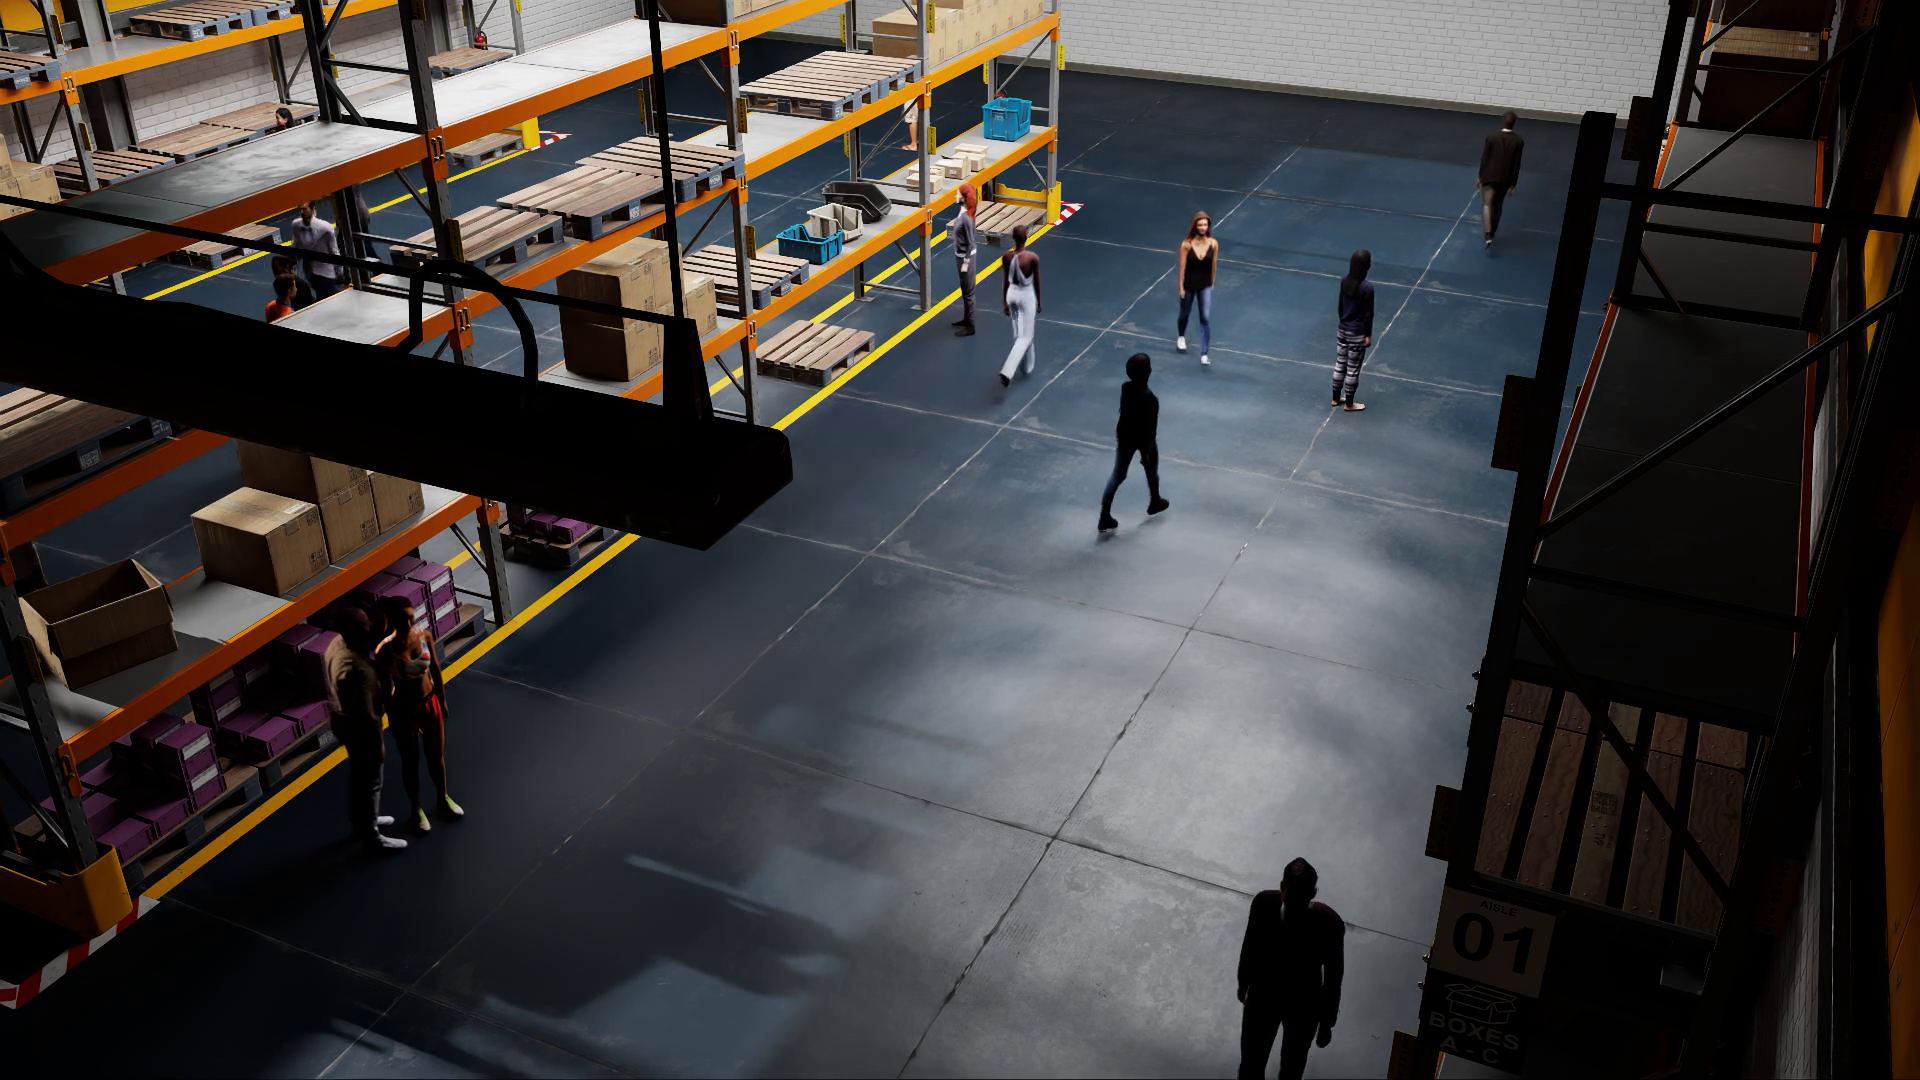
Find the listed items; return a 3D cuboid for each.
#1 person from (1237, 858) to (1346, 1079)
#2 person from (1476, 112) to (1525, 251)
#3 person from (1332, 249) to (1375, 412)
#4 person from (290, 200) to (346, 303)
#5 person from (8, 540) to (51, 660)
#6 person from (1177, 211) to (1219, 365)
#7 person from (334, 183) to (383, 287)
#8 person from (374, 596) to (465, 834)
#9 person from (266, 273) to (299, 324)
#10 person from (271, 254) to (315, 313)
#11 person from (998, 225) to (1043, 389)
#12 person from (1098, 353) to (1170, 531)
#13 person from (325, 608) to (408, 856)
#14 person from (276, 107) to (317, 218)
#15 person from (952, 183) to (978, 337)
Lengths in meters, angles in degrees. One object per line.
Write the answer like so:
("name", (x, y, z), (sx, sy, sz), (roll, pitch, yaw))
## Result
("person", (1.741, 2.372, 8.801), (0.743, 1.841, 0.956), (10, 30, 18))
("person", (7.042, -4.675, 21.798), (0.861, 1.765, 1.217), (5, 29, 8))
("person", (4.085, -2.189, 17.275), (0.697, 1.734, 0.683), (-16, 33, -27))
("person", (-7.139, -3.018, 18.727), (0.721, 1.800, 1.253), (11, 30, 19))
("person", (-7.217, 0.268, 12.805), (0.744, 1.700, 0.819), (1, 29, 2))
("person", (2.605, -2.833, 18.522), (0.926, 1.671, 1.171), (-1, 29, -3))
("person", (-7.371, -3.976, 20.473), (1.124, 1.809, 1.048), (-12, 31, -21))
("person", (-3.647, 1.137, 11.124), (0.584, 1.786, 0.700), (-23, 36, -35))
("person", (-6.607, -1.675, 16.222), (0.840, 1.840, 0.835), (-23, 36, -35))
("person", (-6.705, -2.142, 17.229), (0.763, 1.695, 1.263), (16, 32, 26))
("person", (0.617, -2.441, 17.722), (0.593, 1.749, 1.083), (14, 32, 24))
("person", (1.503, -0.828, 14.865), (0.830, 1.653, 1.197), (25, 38, 38))
("person", (-3.935, 1.245, 10.900), (0.828, 1.810, 0.821), (-16, 33, -27))
("person", (-8.852, -4.885, 22.181), (0.794, 1.769, 0.772), (-19, 34, -31))
("person", (0.070, -3.237, 19.150), (0.715, 1.779, 0.602), (-2, 29, -5))
